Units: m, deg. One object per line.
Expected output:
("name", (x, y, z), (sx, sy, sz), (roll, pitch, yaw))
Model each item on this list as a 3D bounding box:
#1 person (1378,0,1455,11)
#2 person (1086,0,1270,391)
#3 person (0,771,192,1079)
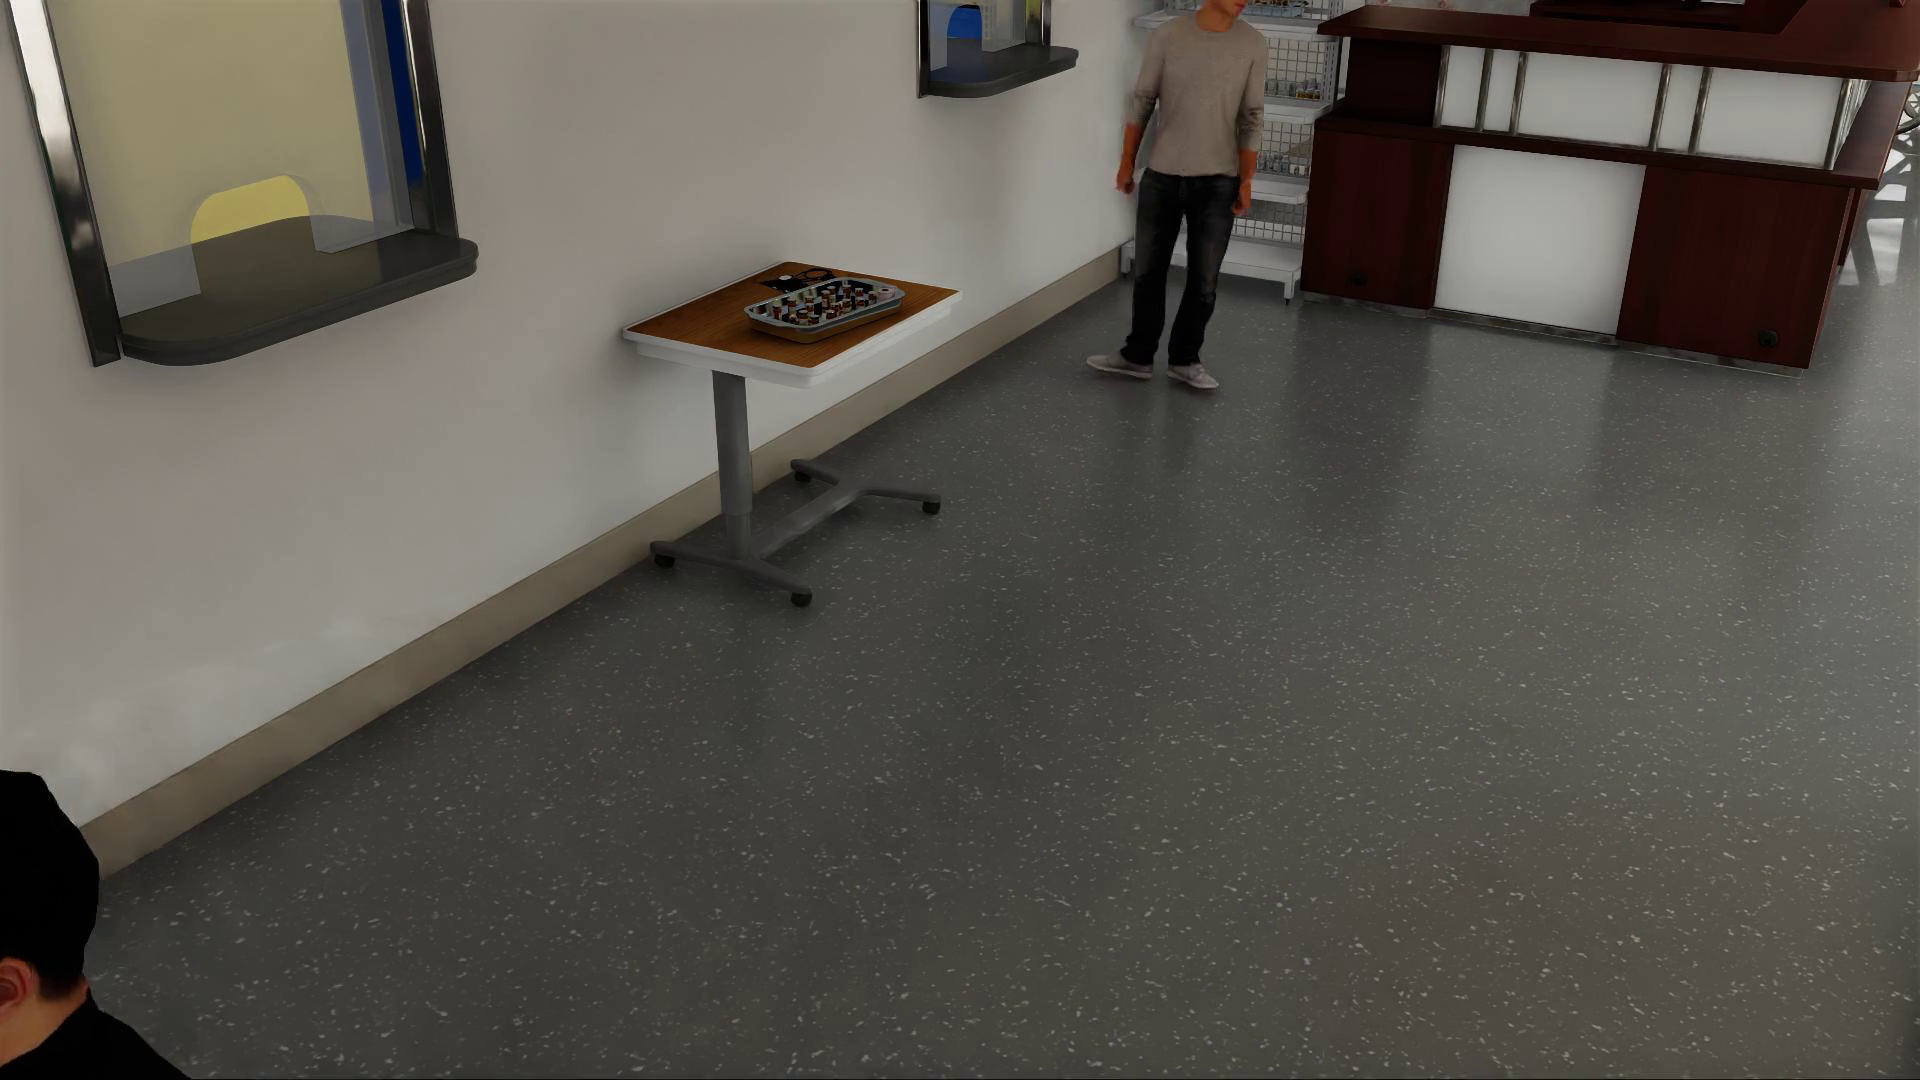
("person", (4.387, -5.802, 15.794), (1.080, 1.699, 0.746), (7, 27, 14))
("person", (0.883, -1.466, 6.708), (0.662, 1.781, 0.937), (9, 27, 18))
("person", (-0.760, 0.958, 1.771), (0.912, 1.702, 0.843), (21, 33, 37))
